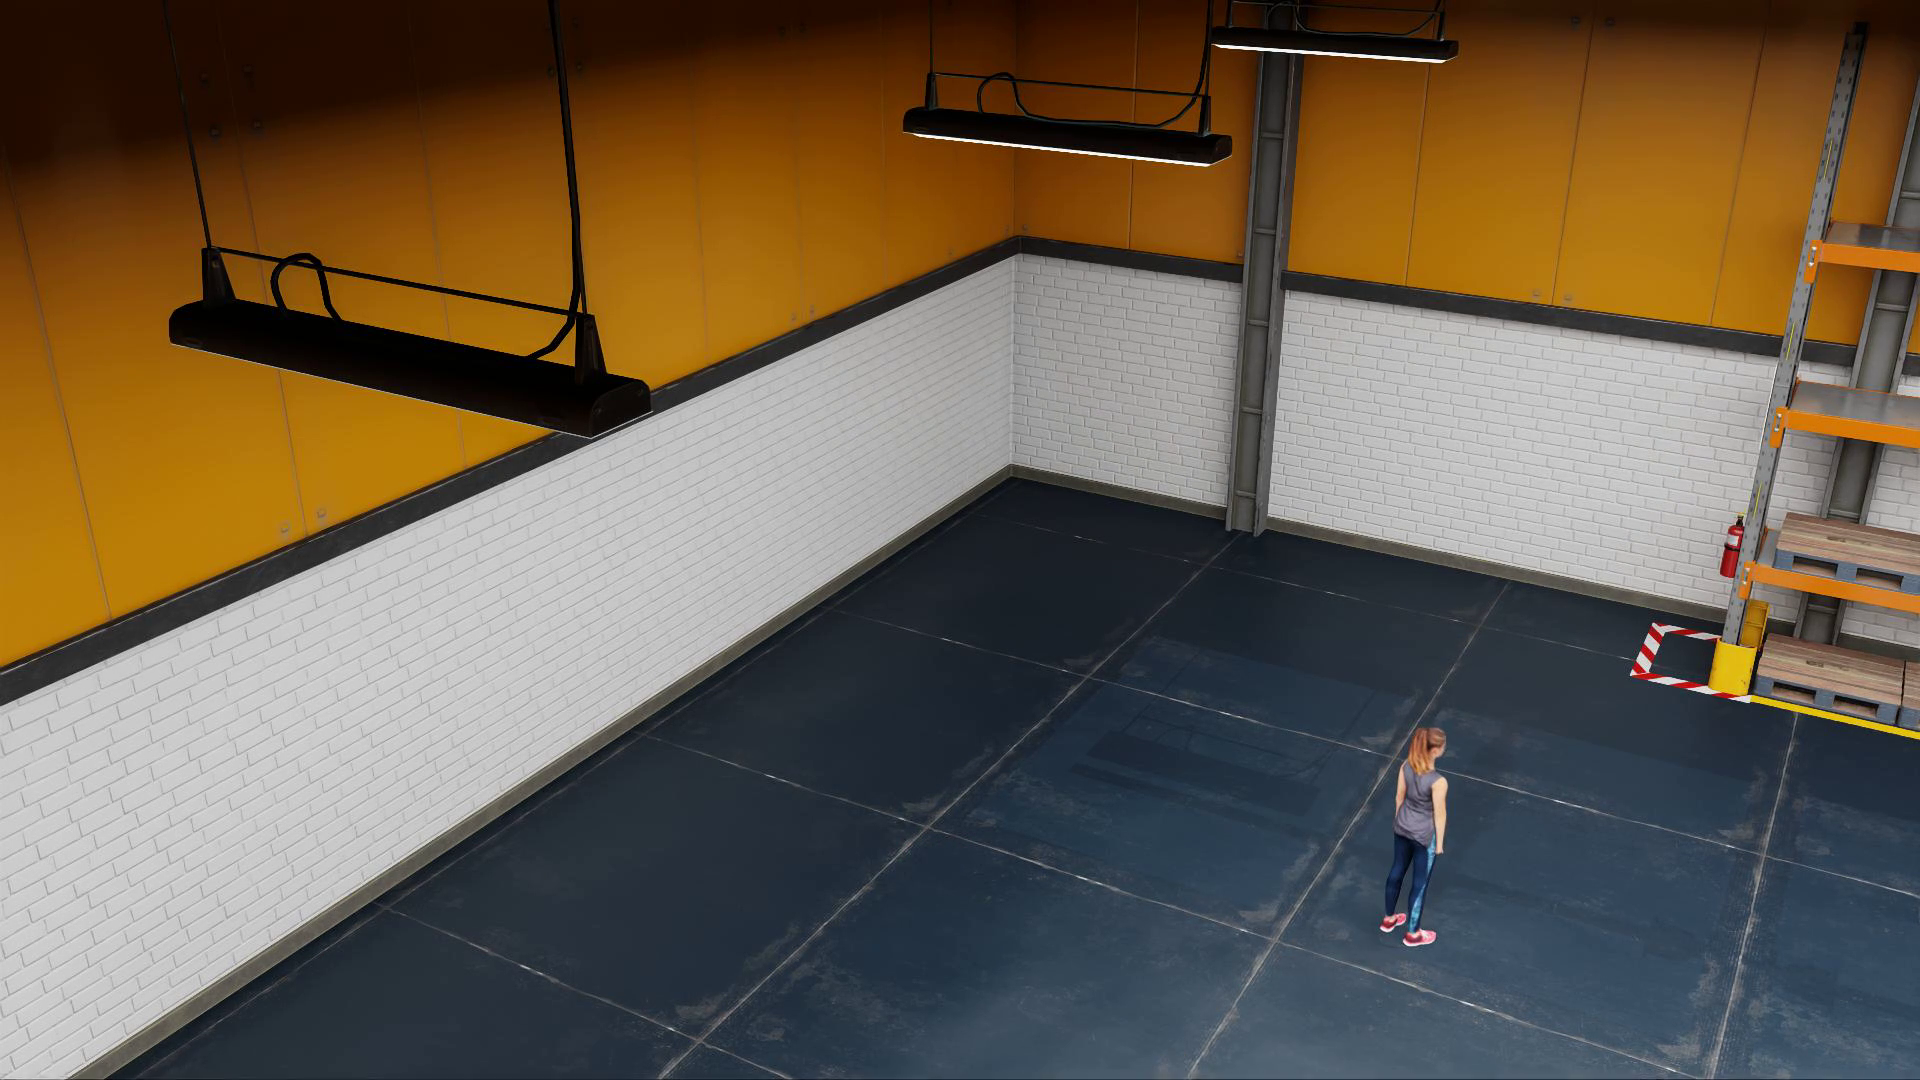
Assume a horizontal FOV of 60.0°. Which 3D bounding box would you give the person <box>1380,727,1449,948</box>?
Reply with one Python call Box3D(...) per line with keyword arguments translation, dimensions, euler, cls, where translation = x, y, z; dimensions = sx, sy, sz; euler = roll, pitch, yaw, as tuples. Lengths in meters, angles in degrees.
Box3D(translation=(3.307, 2.124, 12.039), dimensions=(0.710, 1.726, 0.601), euler=(-15, 28, -31), cls="person")
